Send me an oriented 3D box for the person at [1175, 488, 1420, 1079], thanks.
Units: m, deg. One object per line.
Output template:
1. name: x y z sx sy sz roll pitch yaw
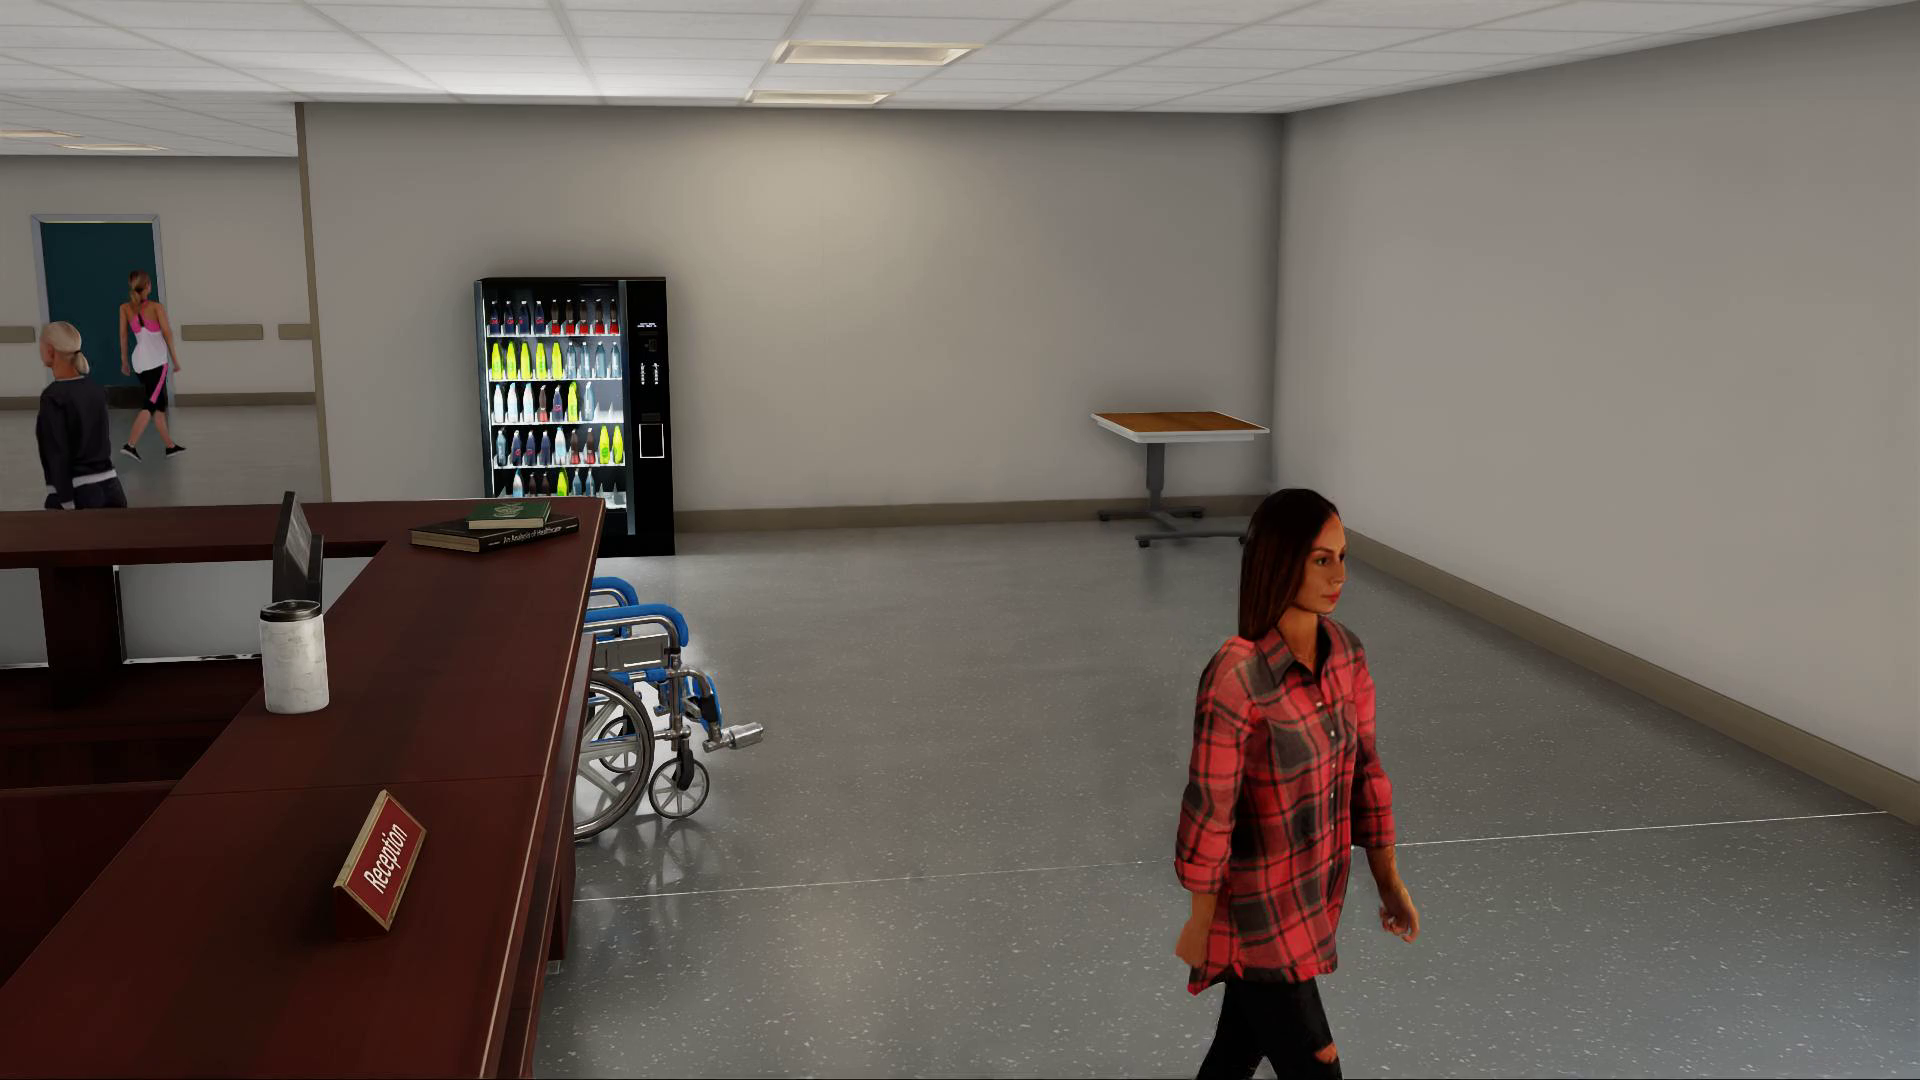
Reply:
1. person: 0.559 0.730 3.385 0.947 1.675 0.915 9 14 40

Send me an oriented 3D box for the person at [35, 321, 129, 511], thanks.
1. person: -4.344 -0.224 8.385 1.153 1.687 0.942 4 11 19

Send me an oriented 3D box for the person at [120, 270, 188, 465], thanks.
1. person: -7.447 -1.549 15.193 1.171 1.751 0.935 2 11 10
